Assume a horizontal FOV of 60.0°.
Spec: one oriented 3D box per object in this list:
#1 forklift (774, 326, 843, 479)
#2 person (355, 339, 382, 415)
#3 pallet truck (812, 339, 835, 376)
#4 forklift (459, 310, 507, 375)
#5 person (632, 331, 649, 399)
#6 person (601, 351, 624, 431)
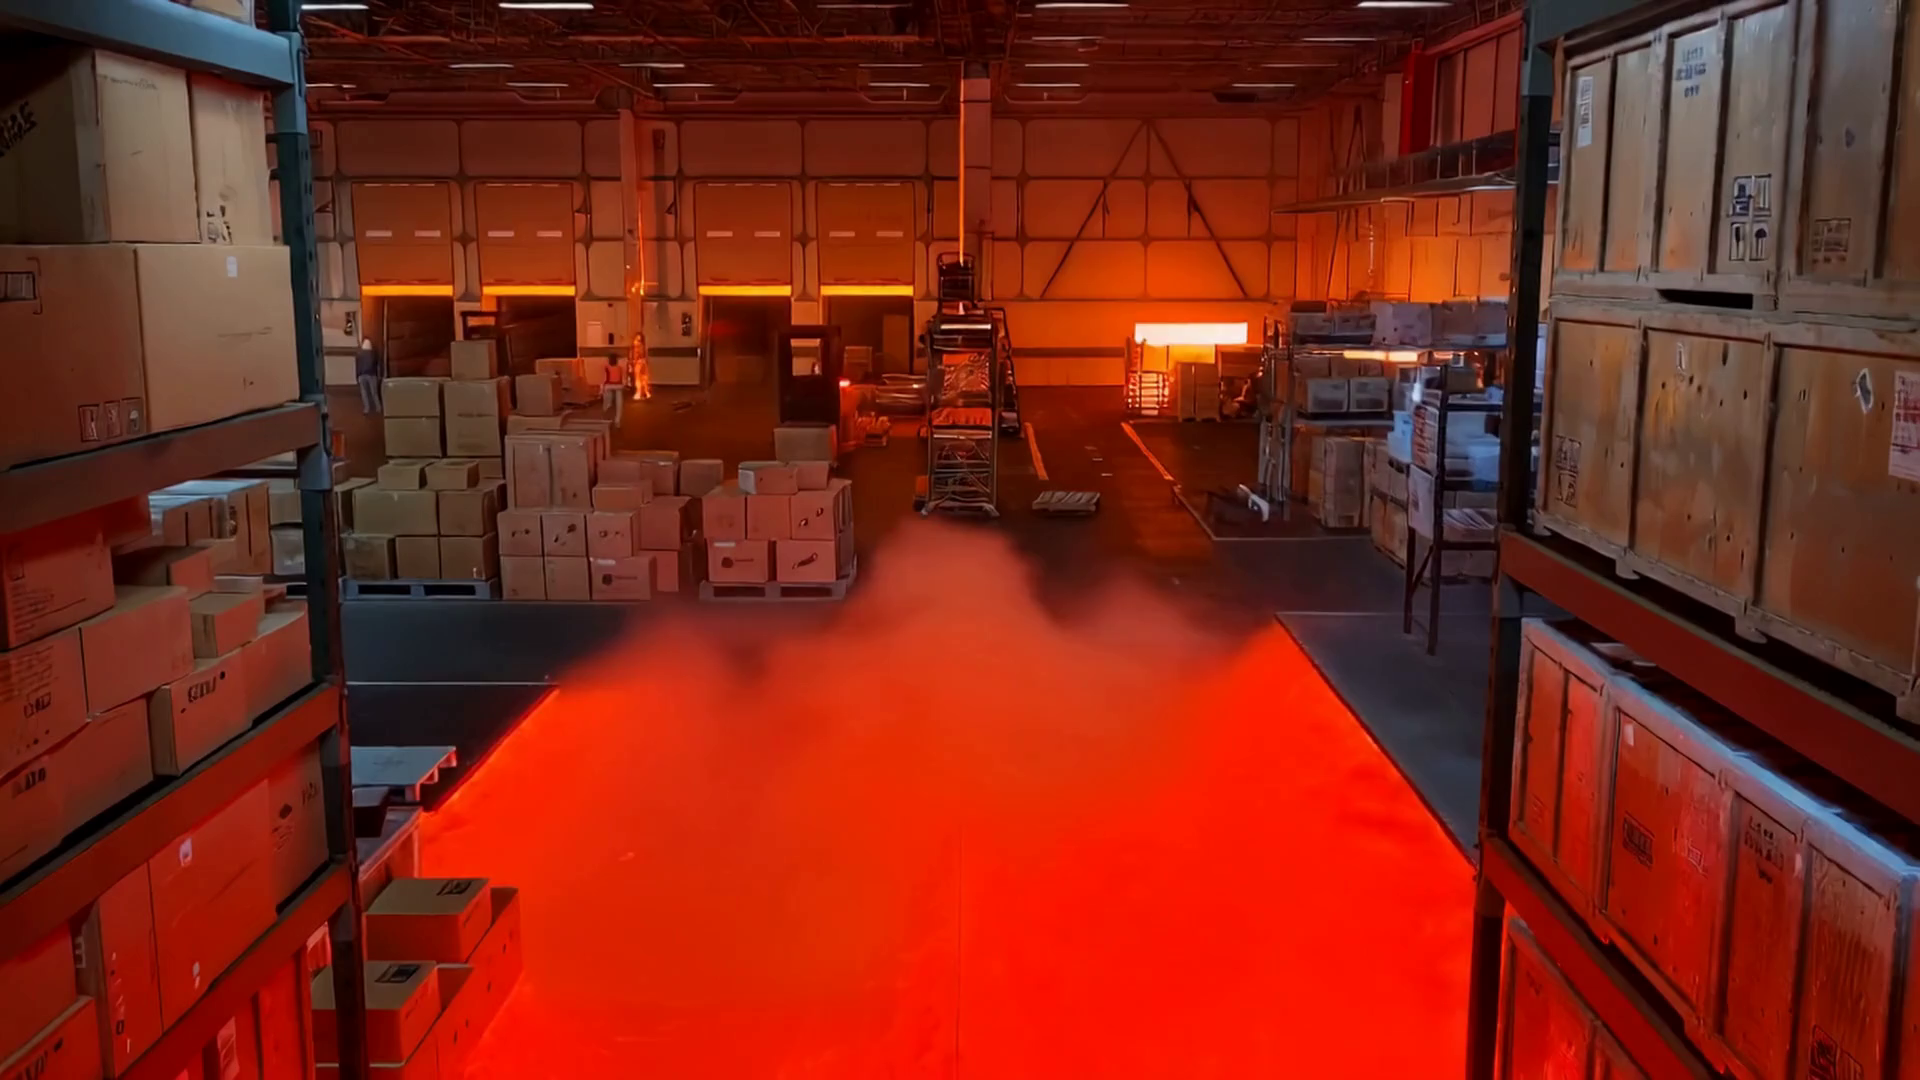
[{"bbox_3d":[-2.729,-2.428,29.712,1.129,2.768,1.873,0,10,1],"label":"forklift"},{"bbox_3d":[-15.063,-4.160,42.419,0.632,1.940,0.372,-3,10,-16],"label":"person"},{"bbox_3d":[-3.021,-4.312,43.126,1.885,1.965,0.823,3,10,17],"label":"pallet truck"},{"bbox_3d":[-10.776,-3.806,37.658,1.129,2.768,1.873,0,10,1],"label":"forklift"},{"bbox_3d":[-9.097,-4.964,47.104,0.544,1.928,0.393,7,12,35],"label":"person"},{"bbox_3d":[-8.060,-3.460,38.573,0.580,1.864,0.641,-7,12,-35],"label":"person"}]
